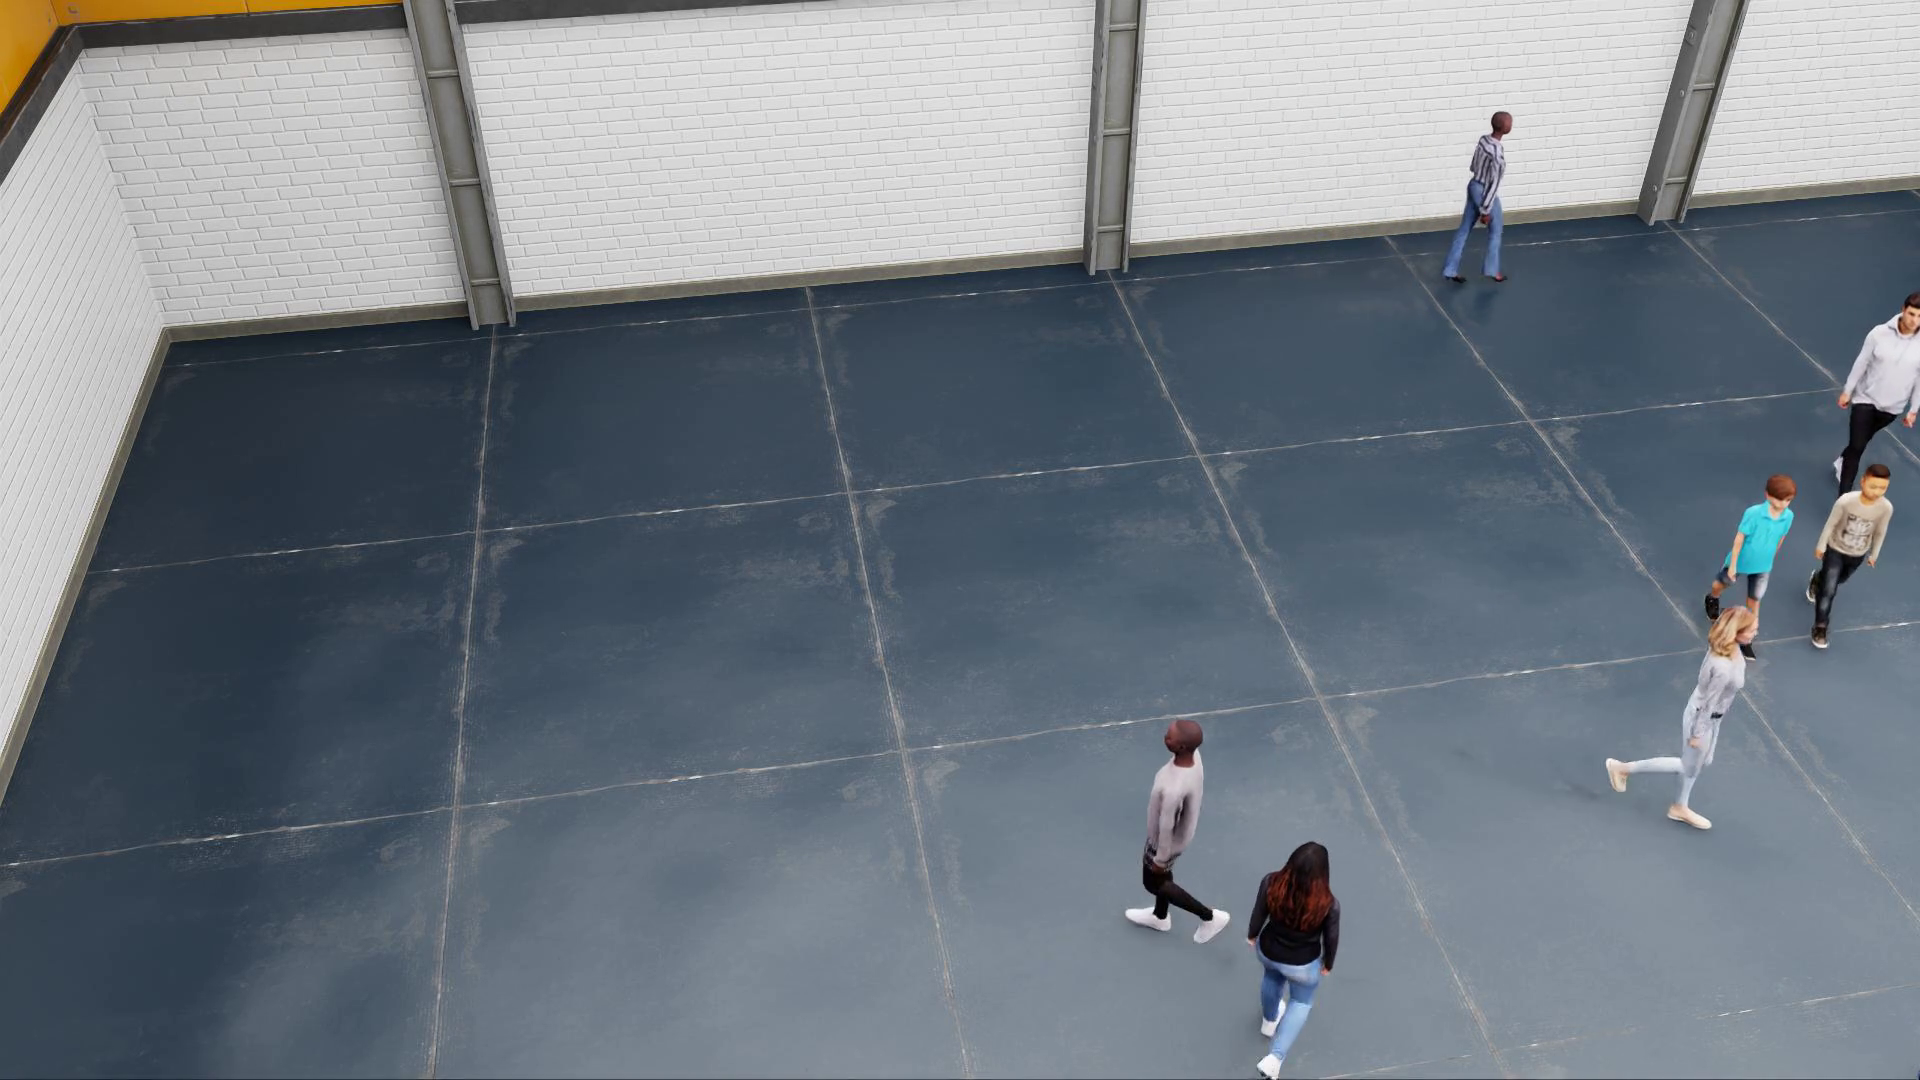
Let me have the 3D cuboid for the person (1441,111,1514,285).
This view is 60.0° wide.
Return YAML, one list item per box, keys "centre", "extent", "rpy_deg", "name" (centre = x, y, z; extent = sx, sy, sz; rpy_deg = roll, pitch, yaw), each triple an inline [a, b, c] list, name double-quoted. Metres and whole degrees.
- centre: [4.893, -3.226, 15.871]
  extent: [0.866, 1.772, 0.656]
  rpy_deg: [-7, 39, -8]
  name: "person"

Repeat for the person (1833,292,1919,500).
- centre: [7.288, -1.155, 13.197]
  extent: [1.249, 1.875, 1.123]
  rpy_deg: [11, 40, 13]
  name: "person"

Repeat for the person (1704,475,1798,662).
- centre: [5.673, 0.096, 11.998]
  extent: [0.958, 1.415, 0.779]
  rpy_deg: [5, 39, 6]
  name: "person"

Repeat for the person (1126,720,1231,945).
- centre: [1.312, 1.733, 9.672]
  extent: [0.977, 1.760, 0.844]
  rpy_deg: [12, 40, 14]
  name: "person"

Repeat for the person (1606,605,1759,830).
- centre: [4.589, 1.098, 10.453]
  extent: [1.045, 1.777, 0.925]
  rpy_deg: [17, 42, 20]
  name: "person"

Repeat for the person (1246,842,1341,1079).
- centre: [1.773, 2.306, 9.072]
  extent: [0.982, 1.614, 1.008]
  rpy_deg: [18, 42, 21]
  name: "person"

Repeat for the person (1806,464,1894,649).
- centre: [6.417, 0.027, 12.066]
  extent: [0.982, 1.439, 0.843]
  rpy_deg: [6, 39, 8]
  name: "person"
